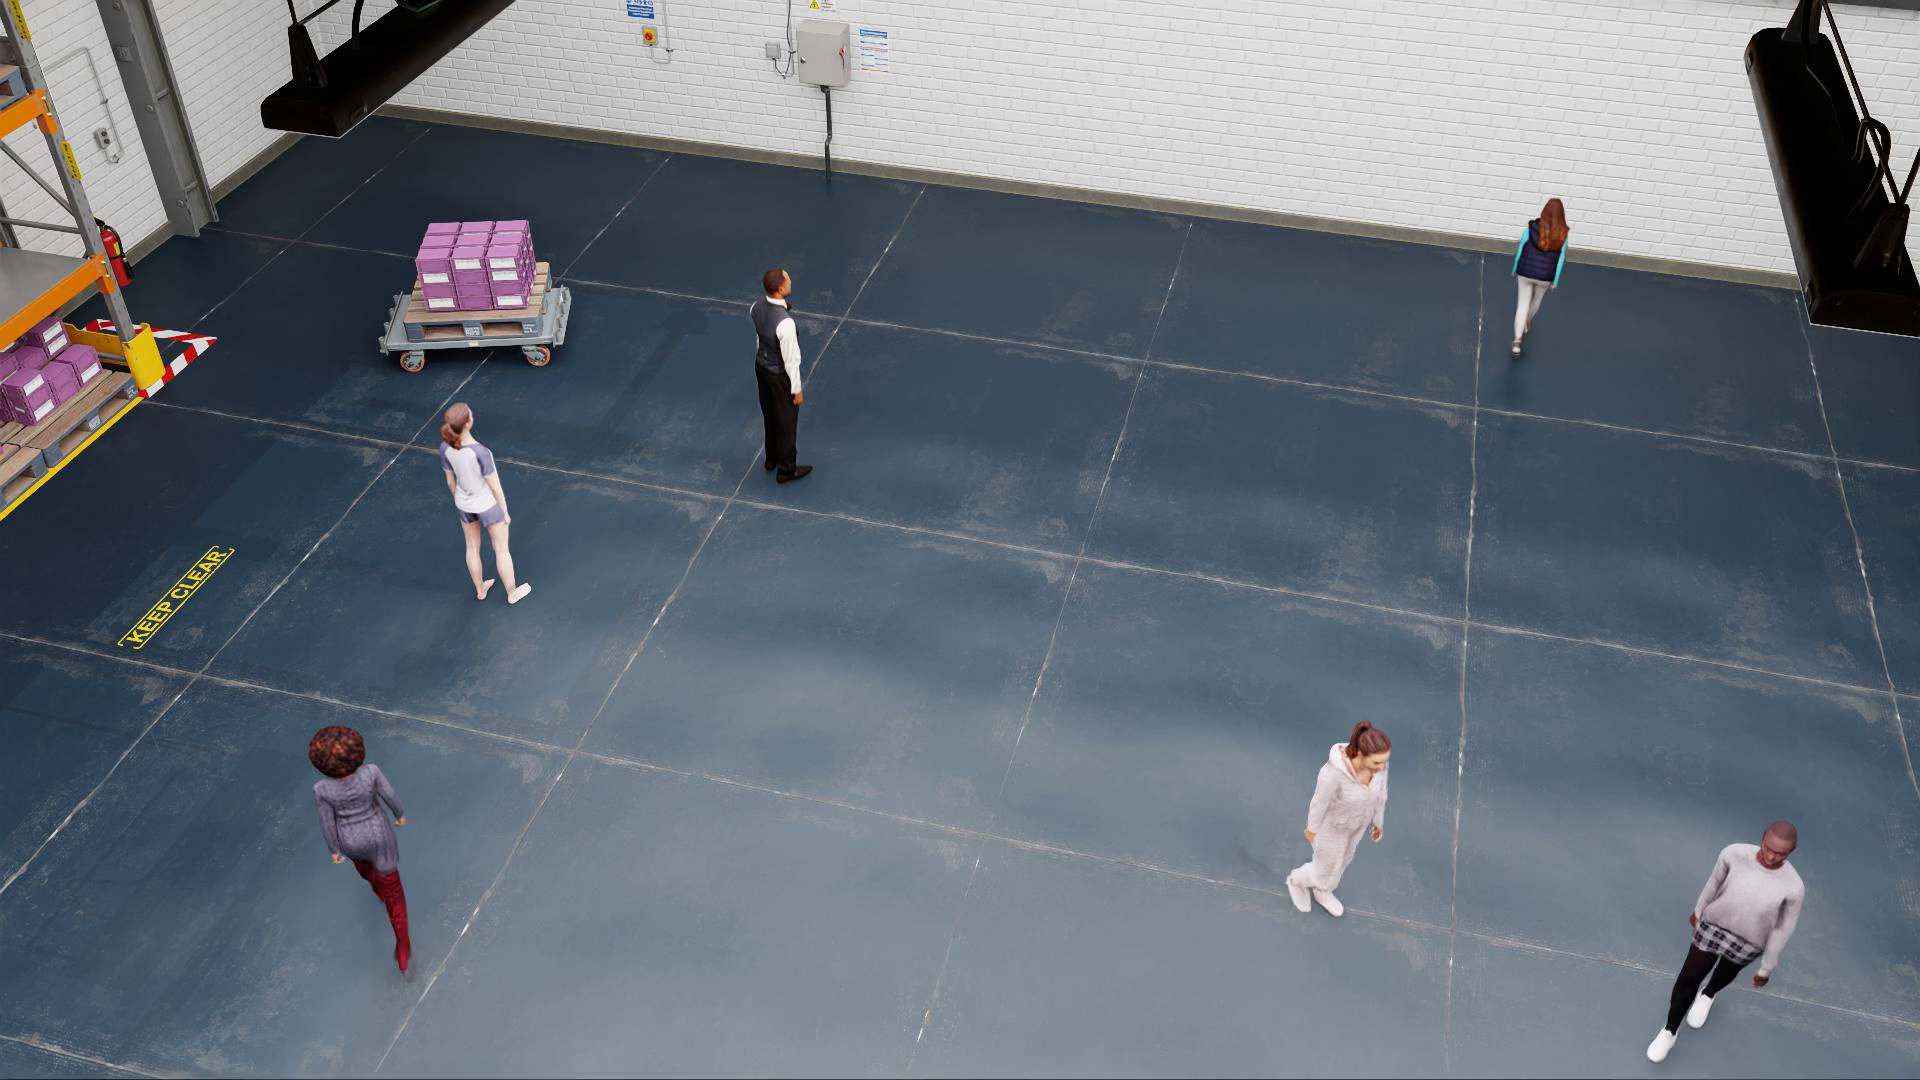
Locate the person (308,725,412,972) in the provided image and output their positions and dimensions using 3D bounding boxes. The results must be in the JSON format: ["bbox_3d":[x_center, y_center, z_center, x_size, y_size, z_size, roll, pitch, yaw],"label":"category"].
[{"bbox_3d":[-3.475,1.821,9.789,1.029,1.669,1.156,-15,41,-18],"label":"person"}]

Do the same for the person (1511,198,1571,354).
[{"bbox_3d":[5.267,-2.405,15.243,0.610,1.466,0.966,12,40,15],"label":"person"}]

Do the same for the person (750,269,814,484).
[{"bbox_3d":[-1.489,-1.351,13.562,0.795,1.917,0.774,-28,46,-30],"label":"person"}]

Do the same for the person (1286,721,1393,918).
[{"bbox_3d":[2.239,1.629,10.029,0.801,1.670,0.861,-21,43,-24],"label":"person"}]

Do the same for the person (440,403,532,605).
[{"bbox_3d":[-3.567,-0.263,12.319,0.562,1.768,0.554,9,39,11],"label":"person"}]

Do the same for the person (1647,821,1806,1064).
[{"bbox_3d":[4.376,2.138,9.327,0.880,1.750,1.061,26,45,29],"label":"person"}]
